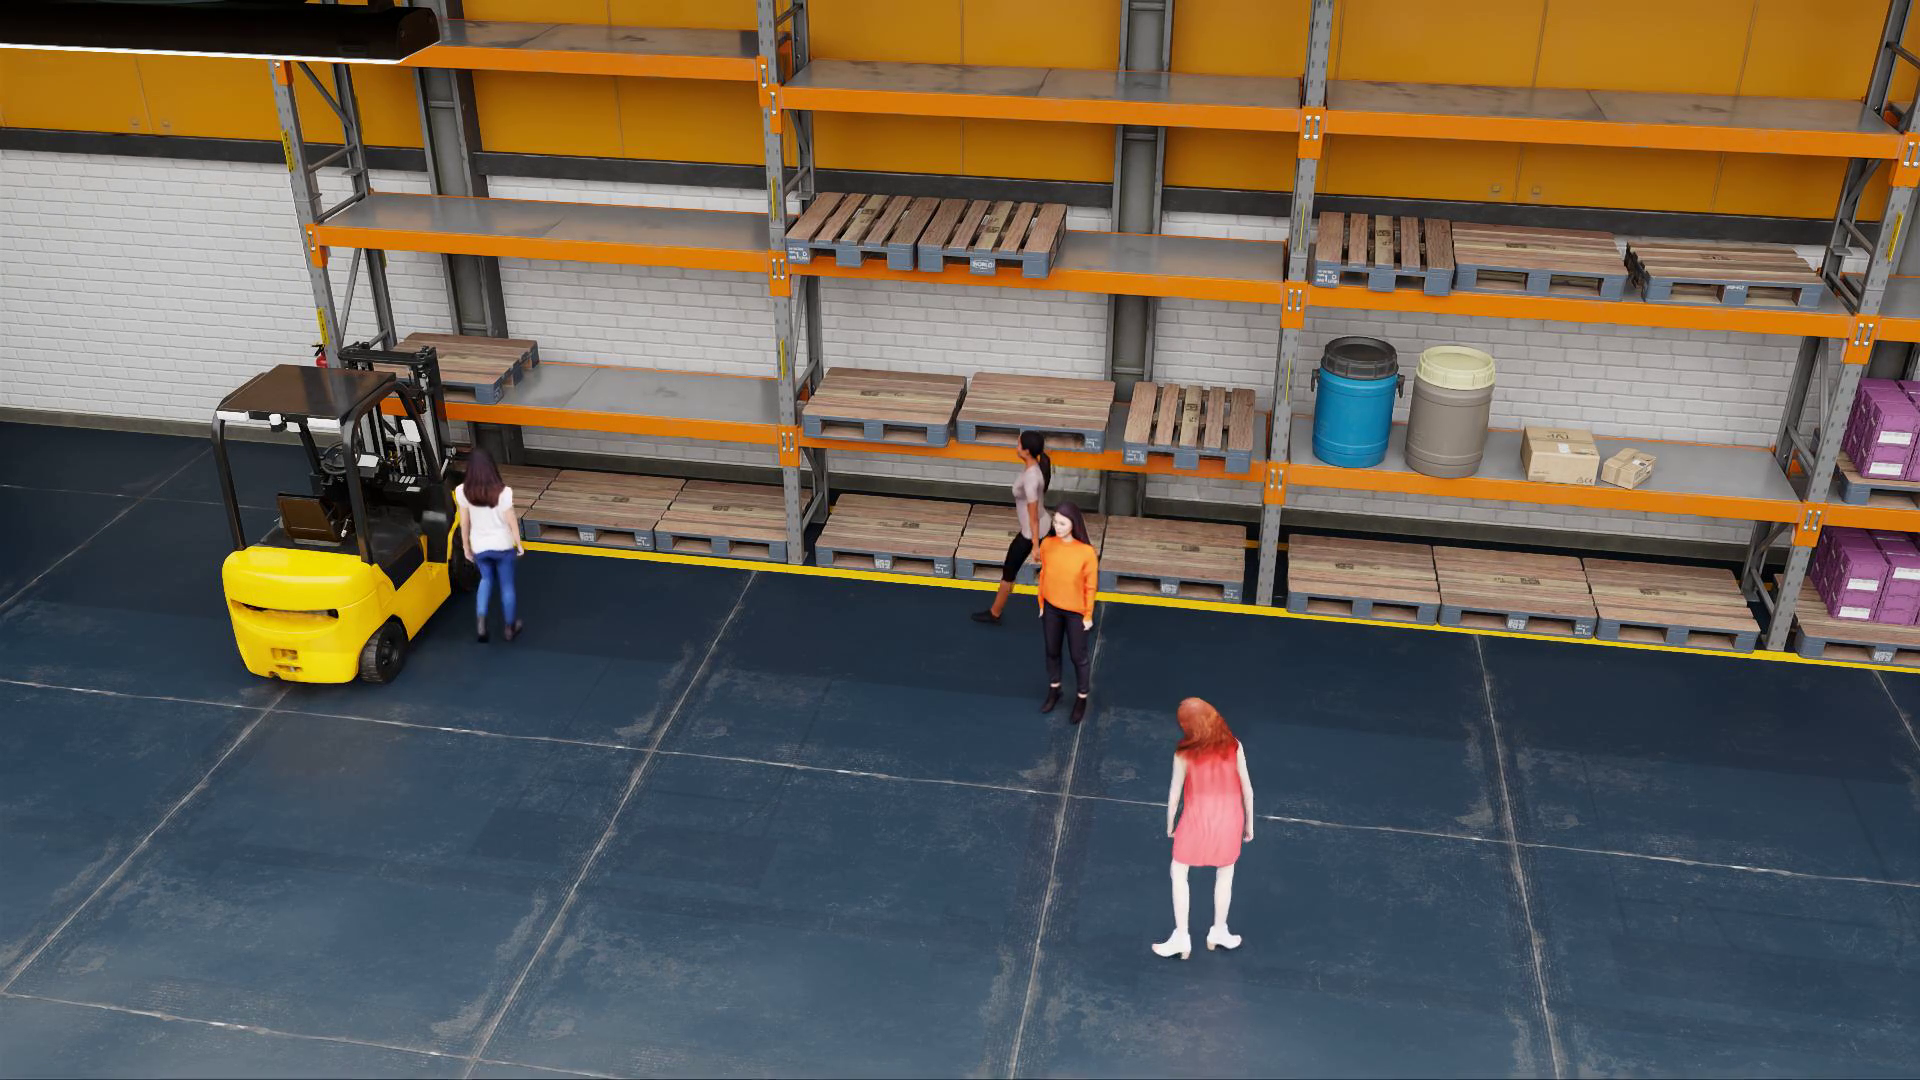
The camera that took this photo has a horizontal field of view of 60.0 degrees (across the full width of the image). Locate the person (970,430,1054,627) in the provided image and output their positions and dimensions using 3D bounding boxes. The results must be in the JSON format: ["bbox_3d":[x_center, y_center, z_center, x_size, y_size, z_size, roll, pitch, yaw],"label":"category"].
[{"bbox_3d":[0.673,-0.026,13.042,1.191,1.695,0.646,6,29,12],"label":"person"}]

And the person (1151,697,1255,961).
[{"bbox_3d":[1.519,1.709,9.757,0.556,1.795,0.816,7,29,12],"label":"person"}]

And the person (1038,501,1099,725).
[{"bbox_3d":[0.780,0.496,12.031,0.619,1.746,0.753,17,33,28],"label":"person"}]

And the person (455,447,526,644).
[{"bbox_3d":[-3.622,0.123,12.796,0.709,1.669,0.666,4,29,7],"label":"person"}]
